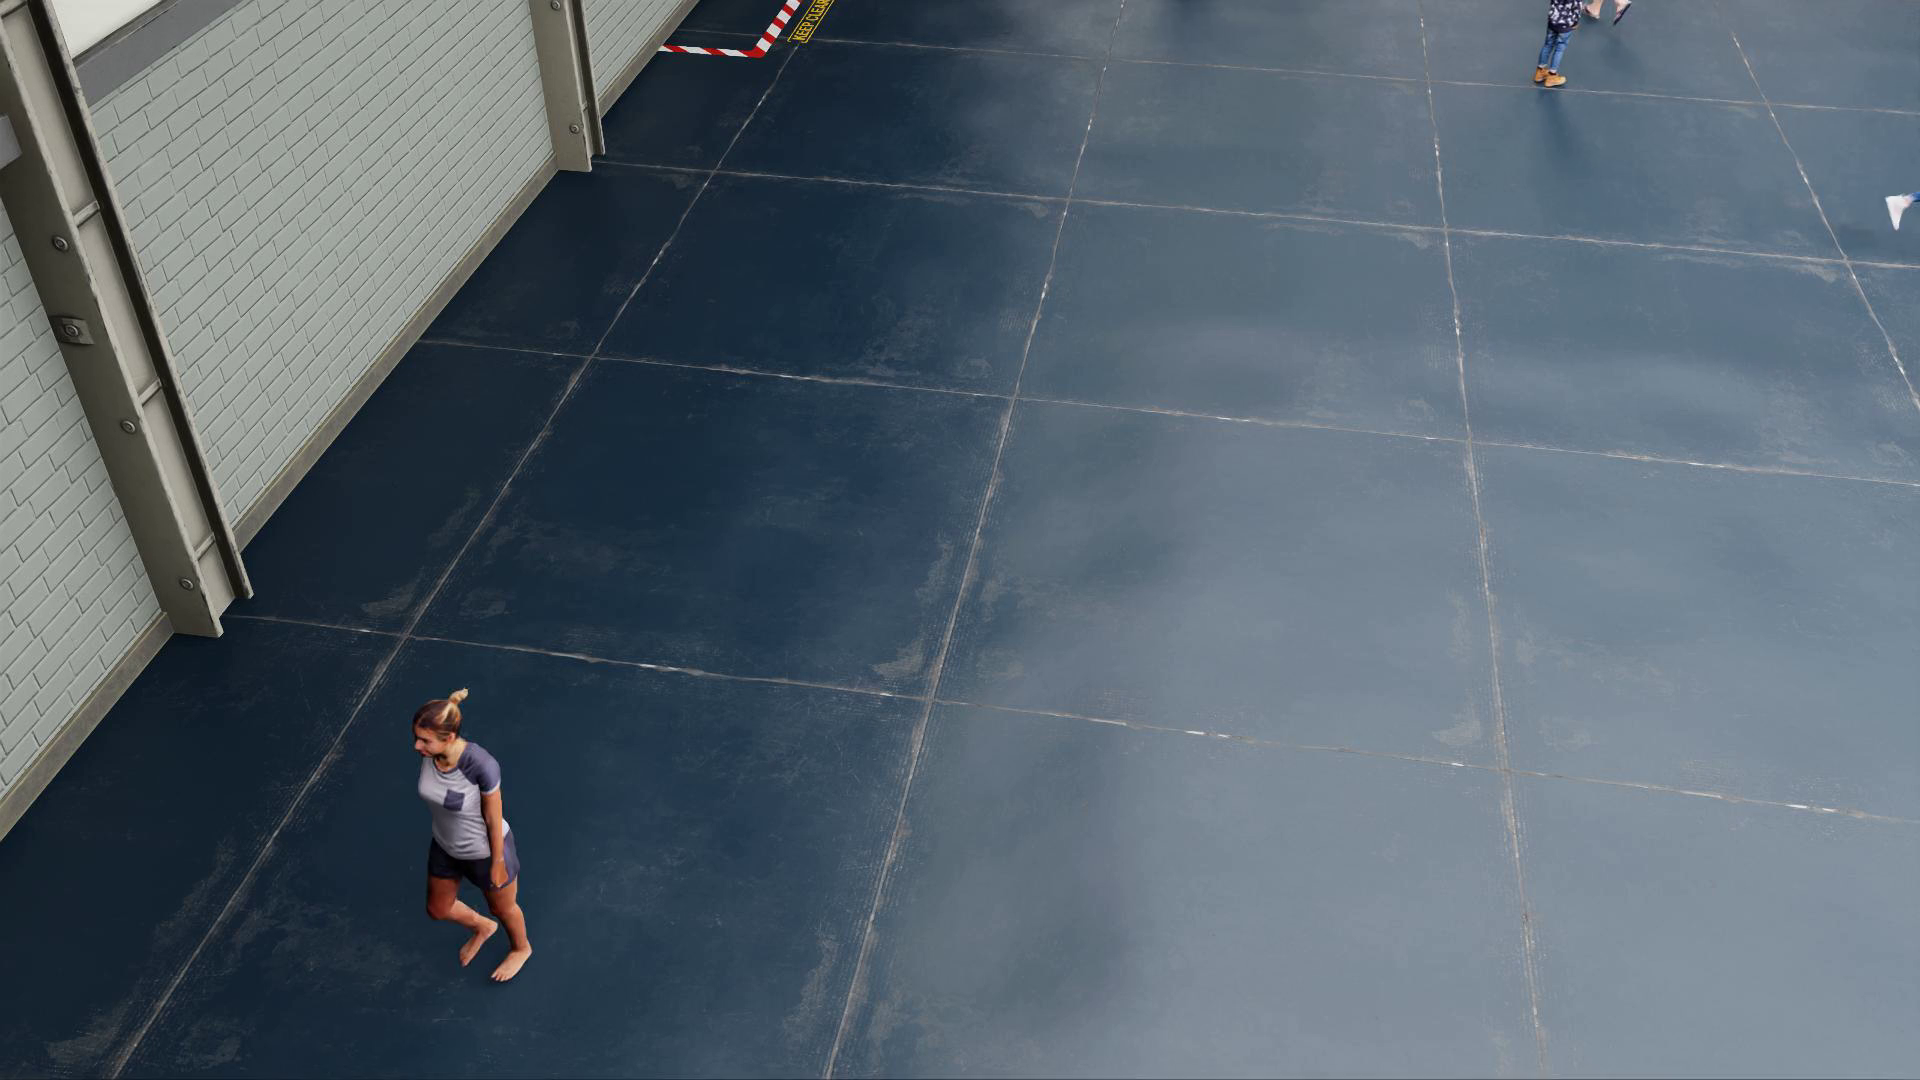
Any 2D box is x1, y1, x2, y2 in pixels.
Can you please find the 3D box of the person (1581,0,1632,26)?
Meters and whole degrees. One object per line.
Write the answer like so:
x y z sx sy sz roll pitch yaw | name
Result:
6.388 -5.877 16.048 0.973 1.818 1.089 -16 41 -19 | person

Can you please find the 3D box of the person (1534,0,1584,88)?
5.457 -4.753 15.071 0.630 1.250 0.562 -20 42 -24 | person

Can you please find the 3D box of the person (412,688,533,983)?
-2.030 1.249 7.105 0.633 1.614 0.658 17 41 21 | person
